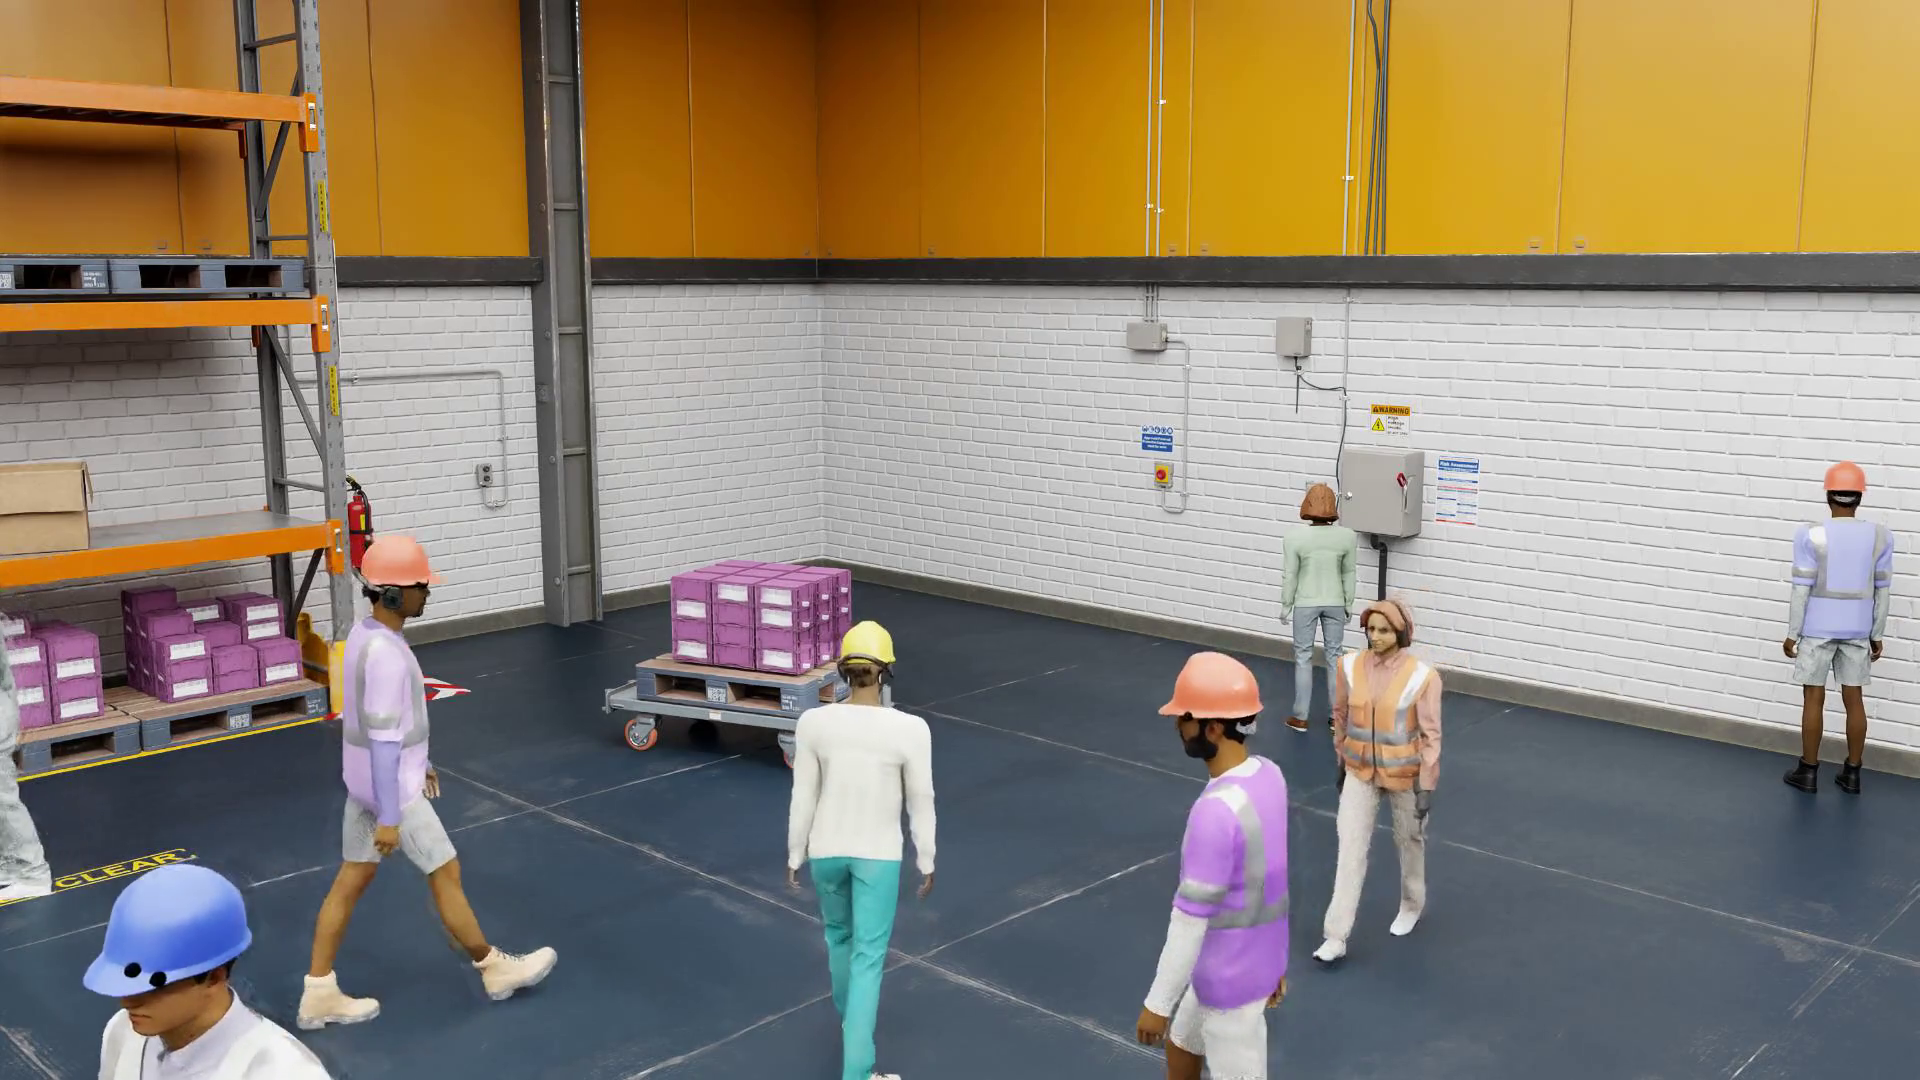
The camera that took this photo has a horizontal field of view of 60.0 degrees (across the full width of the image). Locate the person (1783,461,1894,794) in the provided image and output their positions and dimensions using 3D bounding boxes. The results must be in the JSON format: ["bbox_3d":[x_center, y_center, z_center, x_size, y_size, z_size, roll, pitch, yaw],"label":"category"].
[{"bbox_3d":[5.062,0.507,9.640,0.551,1.933,0.370,1,9,6],"label":"person"}]

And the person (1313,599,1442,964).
[{"bbox_3d":[1.871,1.048,7.352,0.536,1.586,0.856,7,12,37],"label":"person"}]

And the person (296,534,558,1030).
[{"bbox_3d":[-2.226,0.959,6.695,1.046,1.985,0.630,-5,11,-29],"label":"person"}]

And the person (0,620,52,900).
[{"bbox_3d":[-4.647,0.905,7.889,0.507,1.707,0.518,-2,9,-10],"label":"person"}]

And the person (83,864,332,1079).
[{"bbox_3d":[-1.426,1.537,3.329,0.625,1.932,0.556,5,11,30],"label":"person"}]

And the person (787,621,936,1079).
[{"bbox_3d":[-0.360,1.174,6.261,0.544,1.709,0.761,2,10,14],"label":"person"}]

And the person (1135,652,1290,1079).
[{"bbox_3d":[0.685,1.274,5.004,0.883,1.901,0.559,4,10,24],"label":"person"}]

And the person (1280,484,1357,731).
[{"bbox_3d":[2.349,0.448,10.926,0.497,1.633,0.284,-1,9,-4],"label":"person"}]
